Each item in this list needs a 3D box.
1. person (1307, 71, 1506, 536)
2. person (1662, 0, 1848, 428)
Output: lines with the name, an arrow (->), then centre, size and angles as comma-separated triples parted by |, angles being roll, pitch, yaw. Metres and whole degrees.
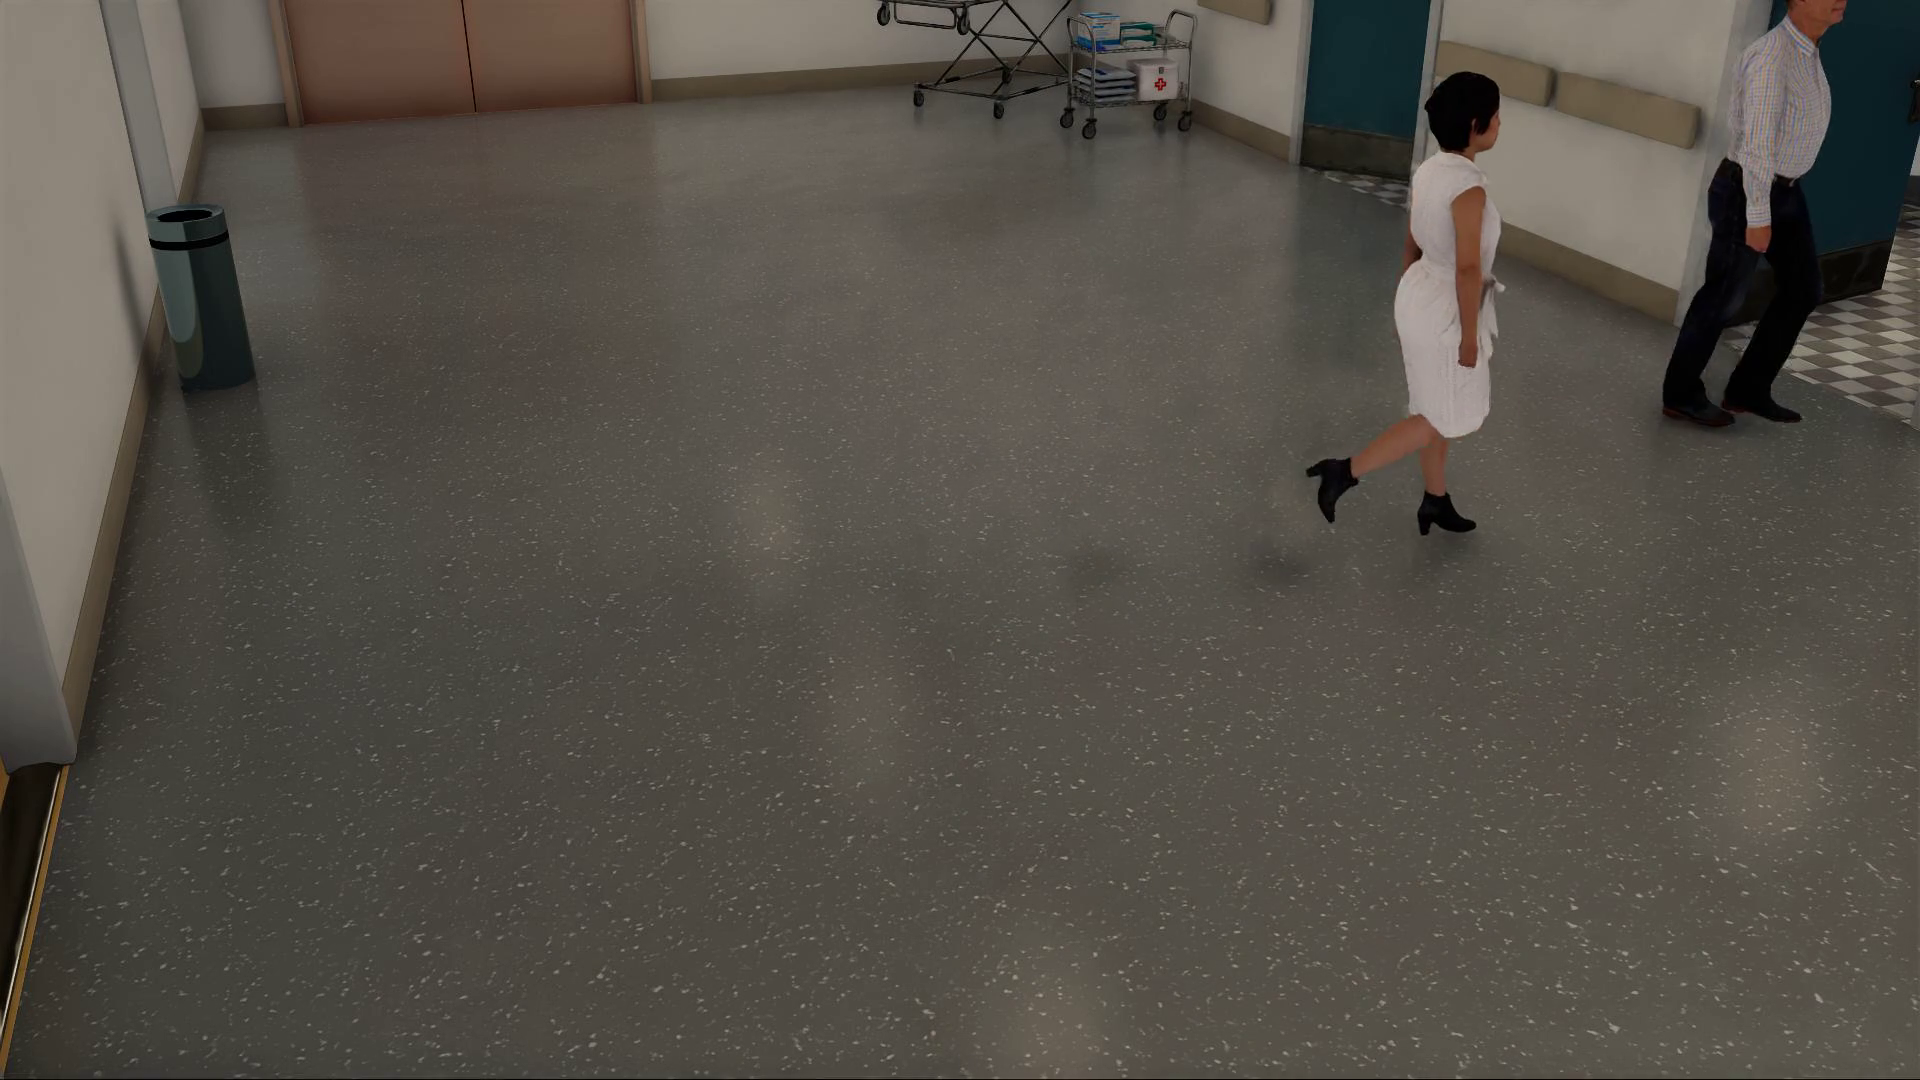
person -> 1.467, -0.681, 5.291 | 0.723, 1.538, 0.854 | -4, 26, -8
person -> 2.934, -1.303, 6.276 | 0.813, 1.802, 0.865 | -23, 34, -39
